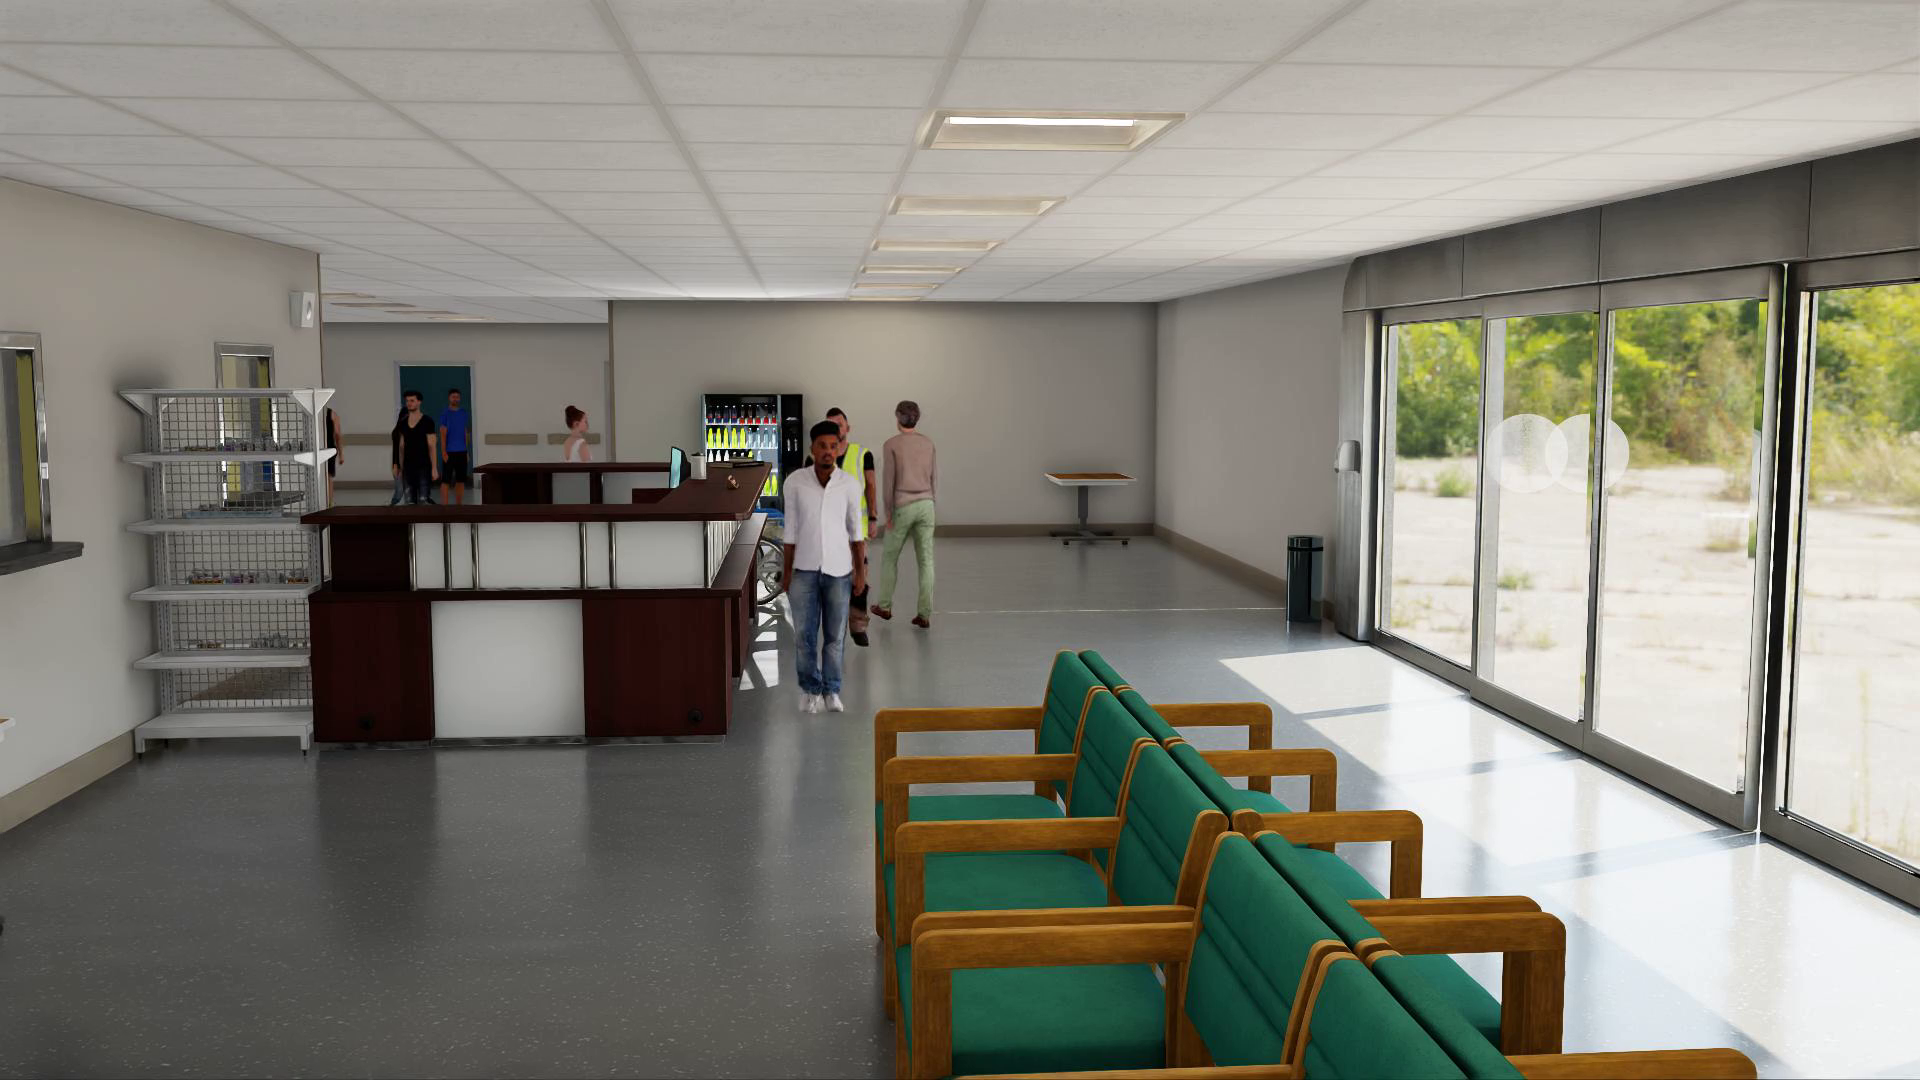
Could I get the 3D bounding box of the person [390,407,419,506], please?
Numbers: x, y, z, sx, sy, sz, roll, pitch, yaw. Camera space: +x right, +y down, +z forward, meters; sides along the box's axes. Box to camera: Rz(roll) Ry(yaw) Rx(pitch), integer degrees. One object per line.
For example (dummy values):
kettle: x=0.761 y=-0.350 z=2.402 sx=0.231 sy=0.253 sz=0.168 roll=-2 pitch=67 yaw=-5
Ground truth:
person: x=-7.539 y=-0.979 z=22.502 sx=0.964 sy=1.626 sz=0.961 roll=-5 pitch=8 yaw=-43

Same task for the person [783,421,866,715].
person: x=-0.851 y=0.166 z=10.267 sx=0.601 sy=1.798 sz=0.720 roll=-1 pitch=6 yaw=-8

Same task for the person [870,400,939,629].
person: x=-0.355 y=-0.190 z=13.562 sx=1.021 sy=1.846 sz=0.906 roll=-2 pitch=6 yaw=-19

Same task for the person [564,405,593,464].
person: x=-3.647 y=-0.333 z=15.404 sx=1.064 sy=1.762 sz=0.830 roll=-3 pitch=6 yaw=-26

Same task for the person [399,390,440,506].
person: x=-6.462 y=-0.856 z=20.008 sx=1.030 sy=1.881 sz=0.971 roll=2 pitch=6 yaw=18

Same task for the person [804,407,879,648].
person: x=-0.893 y=-0.086 z=12.584 sx=0.648 sy=1.834 sz=0.785 roll=0 pitch=6 yaw=-2

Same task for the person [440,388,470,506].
person: x=-7.490 y=-1.313 z=24.623 sx=0.762 sy=1.866 sz=0.701 roll=5 pitch=8 yaw=41
